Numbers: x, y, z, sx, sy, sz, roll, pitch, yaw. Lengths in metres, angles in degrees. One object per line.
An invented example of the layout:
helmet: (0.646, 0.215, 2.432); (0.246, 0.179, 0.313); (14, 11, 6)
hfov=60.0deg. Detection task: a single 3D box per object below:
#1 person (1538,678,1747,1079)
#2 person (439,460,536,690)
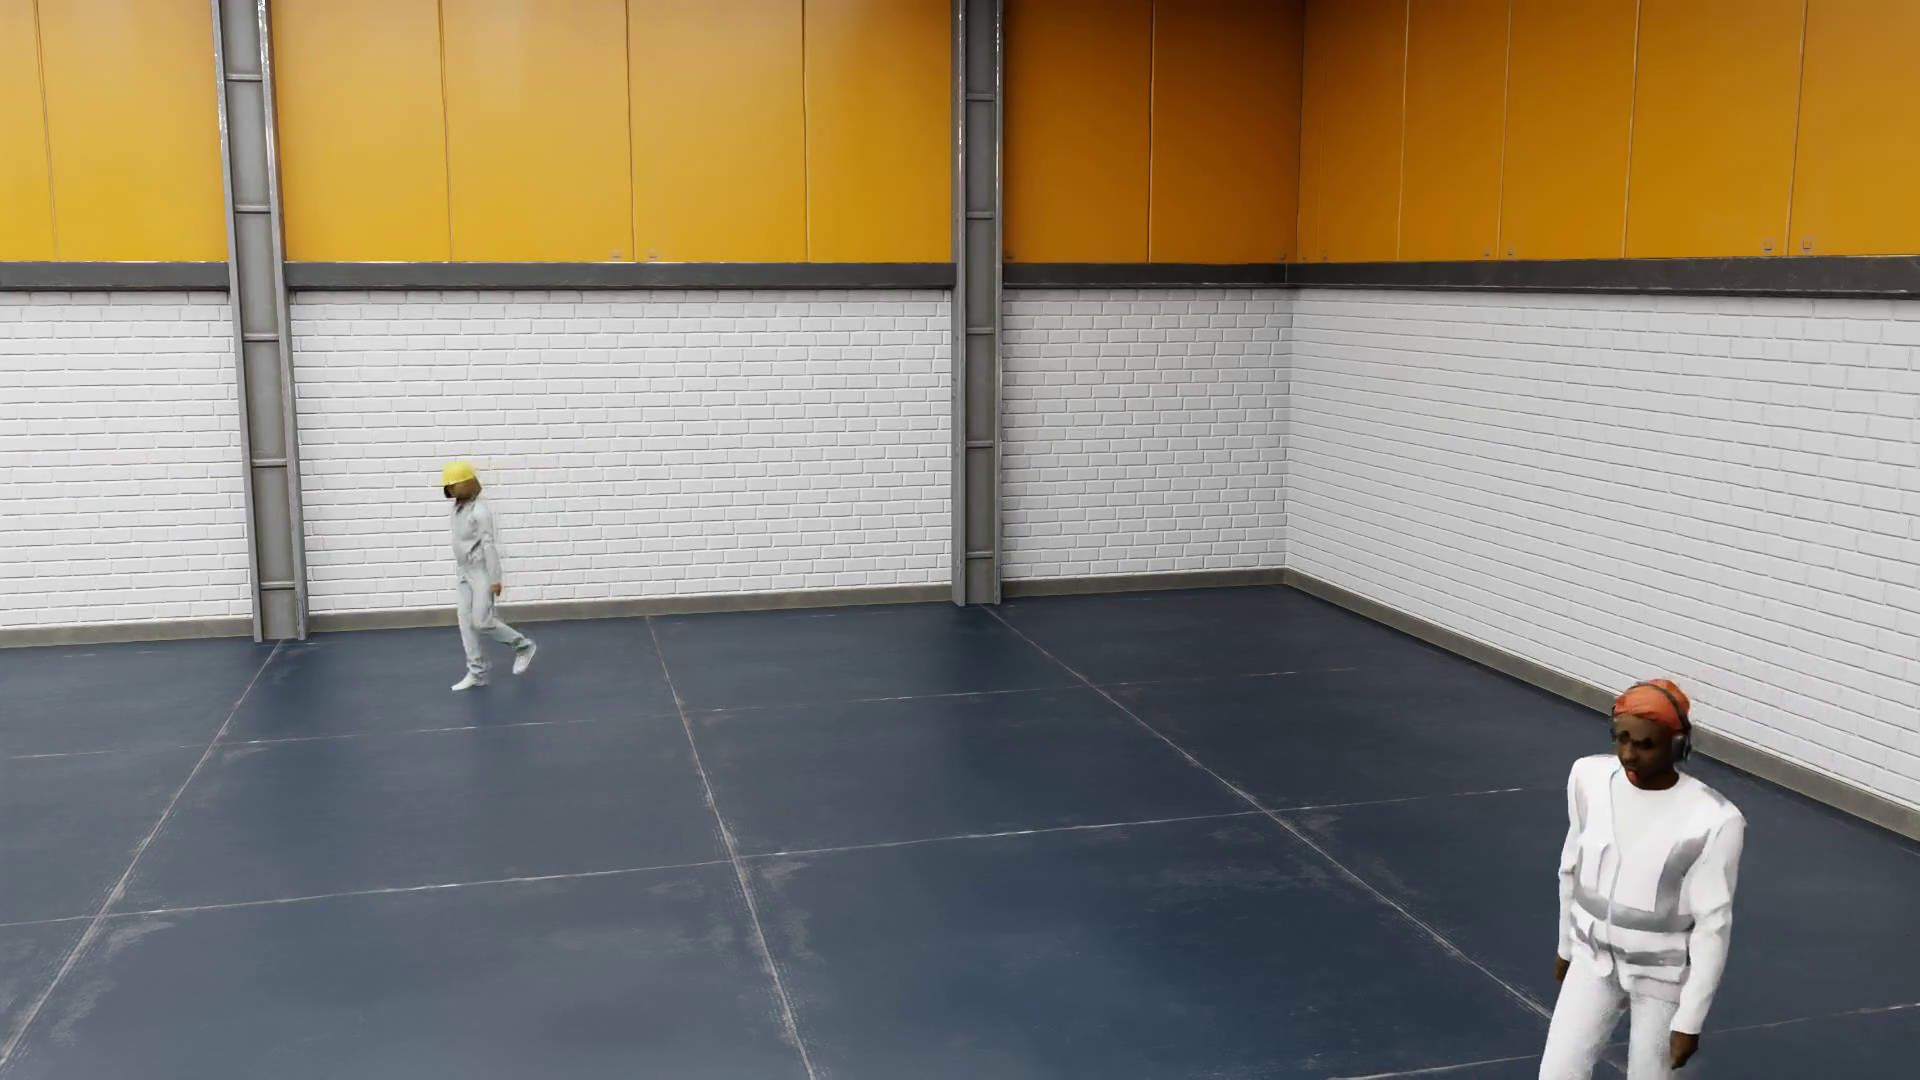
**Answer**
person: (1.955, 1.321, 4.961); (0.783, 1.856, 0.600); (-7, 11, -36)
person: (-3.486, 0.245, 12.164); (0.493, 1.714, 0.608); (9, 12, 43)
